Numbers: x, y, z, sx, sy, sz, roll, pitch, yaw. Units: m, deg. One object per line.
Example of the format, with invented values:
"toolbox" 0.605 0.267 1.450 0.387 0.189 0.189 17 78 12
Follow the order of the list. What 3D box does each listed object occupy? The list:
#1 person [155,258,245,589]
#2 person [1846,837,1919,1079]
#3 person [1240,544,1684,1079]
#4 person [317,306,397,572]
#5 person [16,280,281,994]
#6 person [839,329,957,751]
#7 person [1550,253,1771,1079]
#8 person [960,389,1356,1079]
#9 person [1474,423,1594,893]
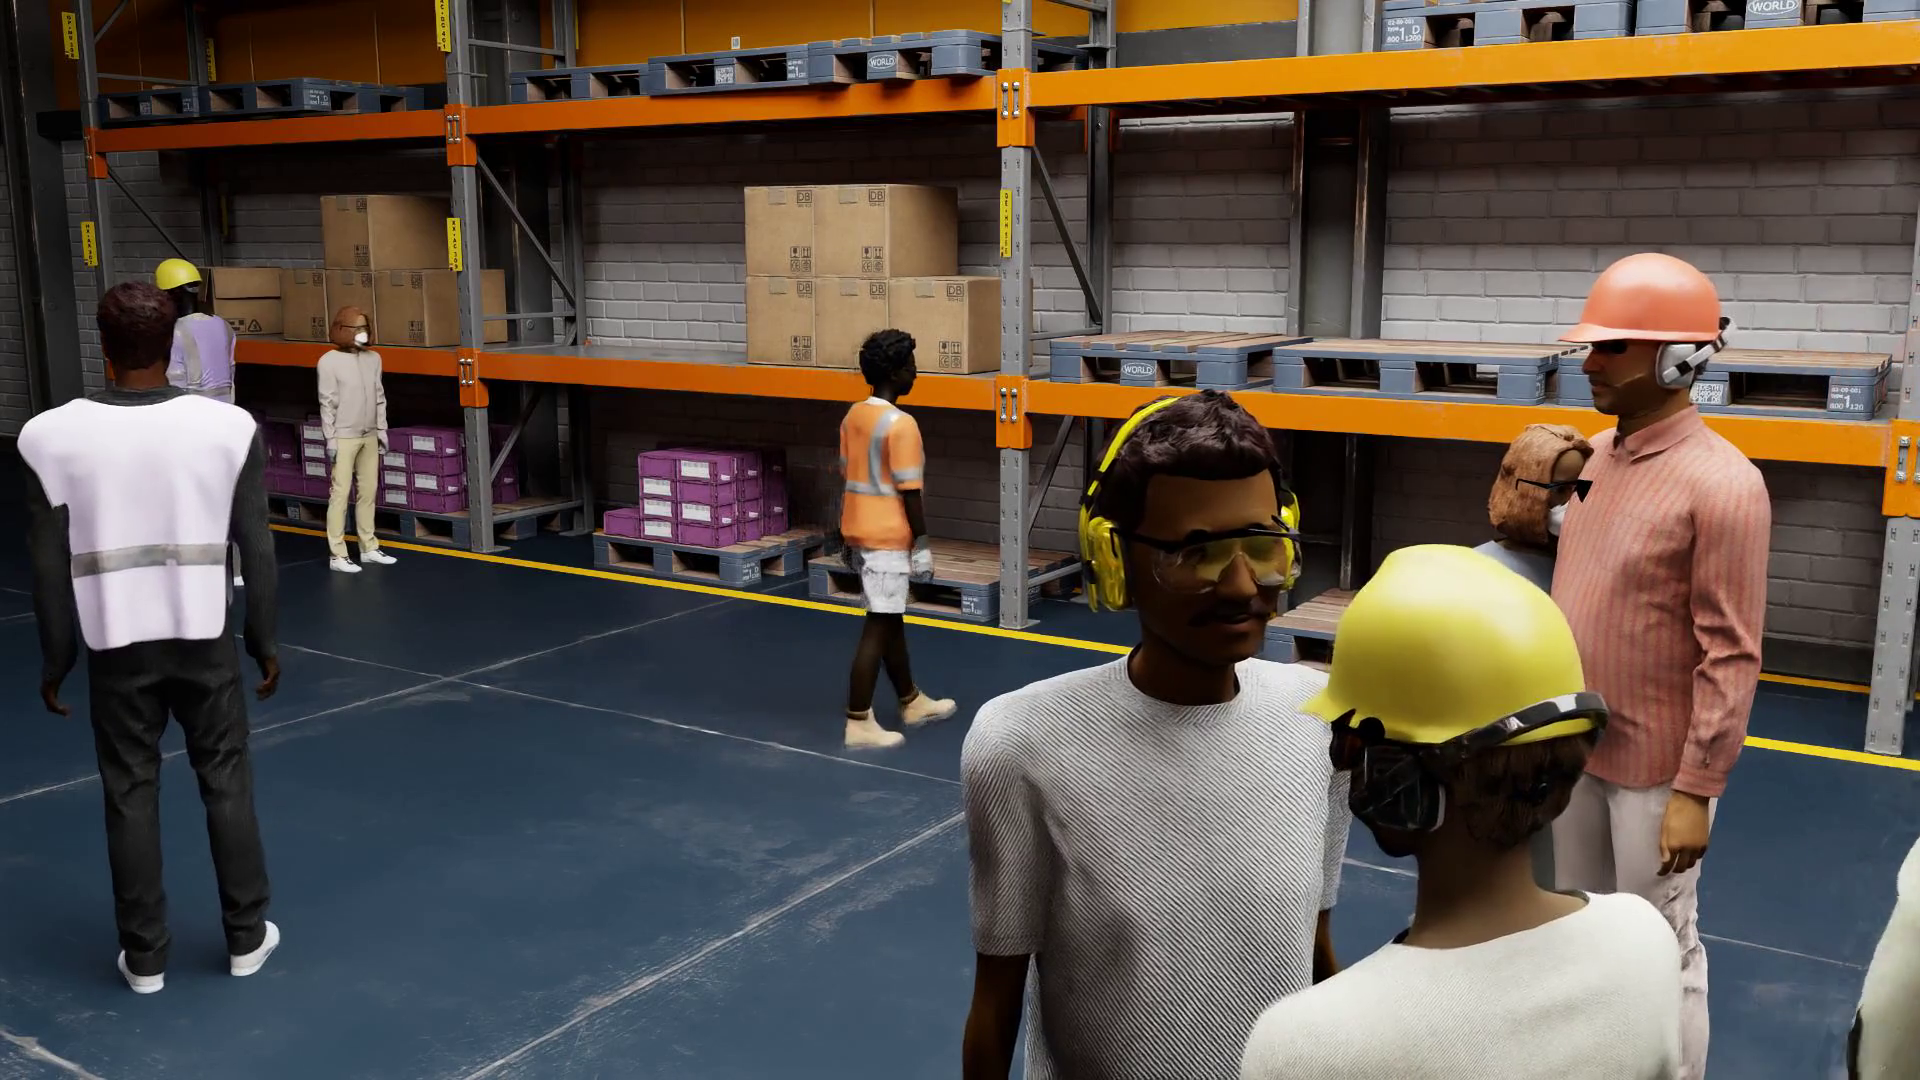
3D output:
"person" -4.330 -0.625 9.434 0.377 1.918 0.585 2 10 9
"person" 1.301 0.730 1.873 0.790 1.945 0.443 6 12 31
"person" 0.434 0.878 1.556 0.527 1.760 0.339 -6 12 -31
"person" -3.714 -0.619 10.219 0.285 1.626 0.495 5 11 24
"person" -2.146 0.270 4.479 0.596 1.916 0.372 -5 11 -25
"person" -0.270 -0.005 6.704 0.517 1.688 0.586 -5 11 -26
"person" 1.374 0.419 3.438 0.381 1.995 0.611 -2 10 -11
"person" 0.243 0.764 1.870 0.515 1.873 0.329 -4 11 -22
"person" 1.262 0.553 3.696 0.507 1.632 0.275 -4 11 -21
